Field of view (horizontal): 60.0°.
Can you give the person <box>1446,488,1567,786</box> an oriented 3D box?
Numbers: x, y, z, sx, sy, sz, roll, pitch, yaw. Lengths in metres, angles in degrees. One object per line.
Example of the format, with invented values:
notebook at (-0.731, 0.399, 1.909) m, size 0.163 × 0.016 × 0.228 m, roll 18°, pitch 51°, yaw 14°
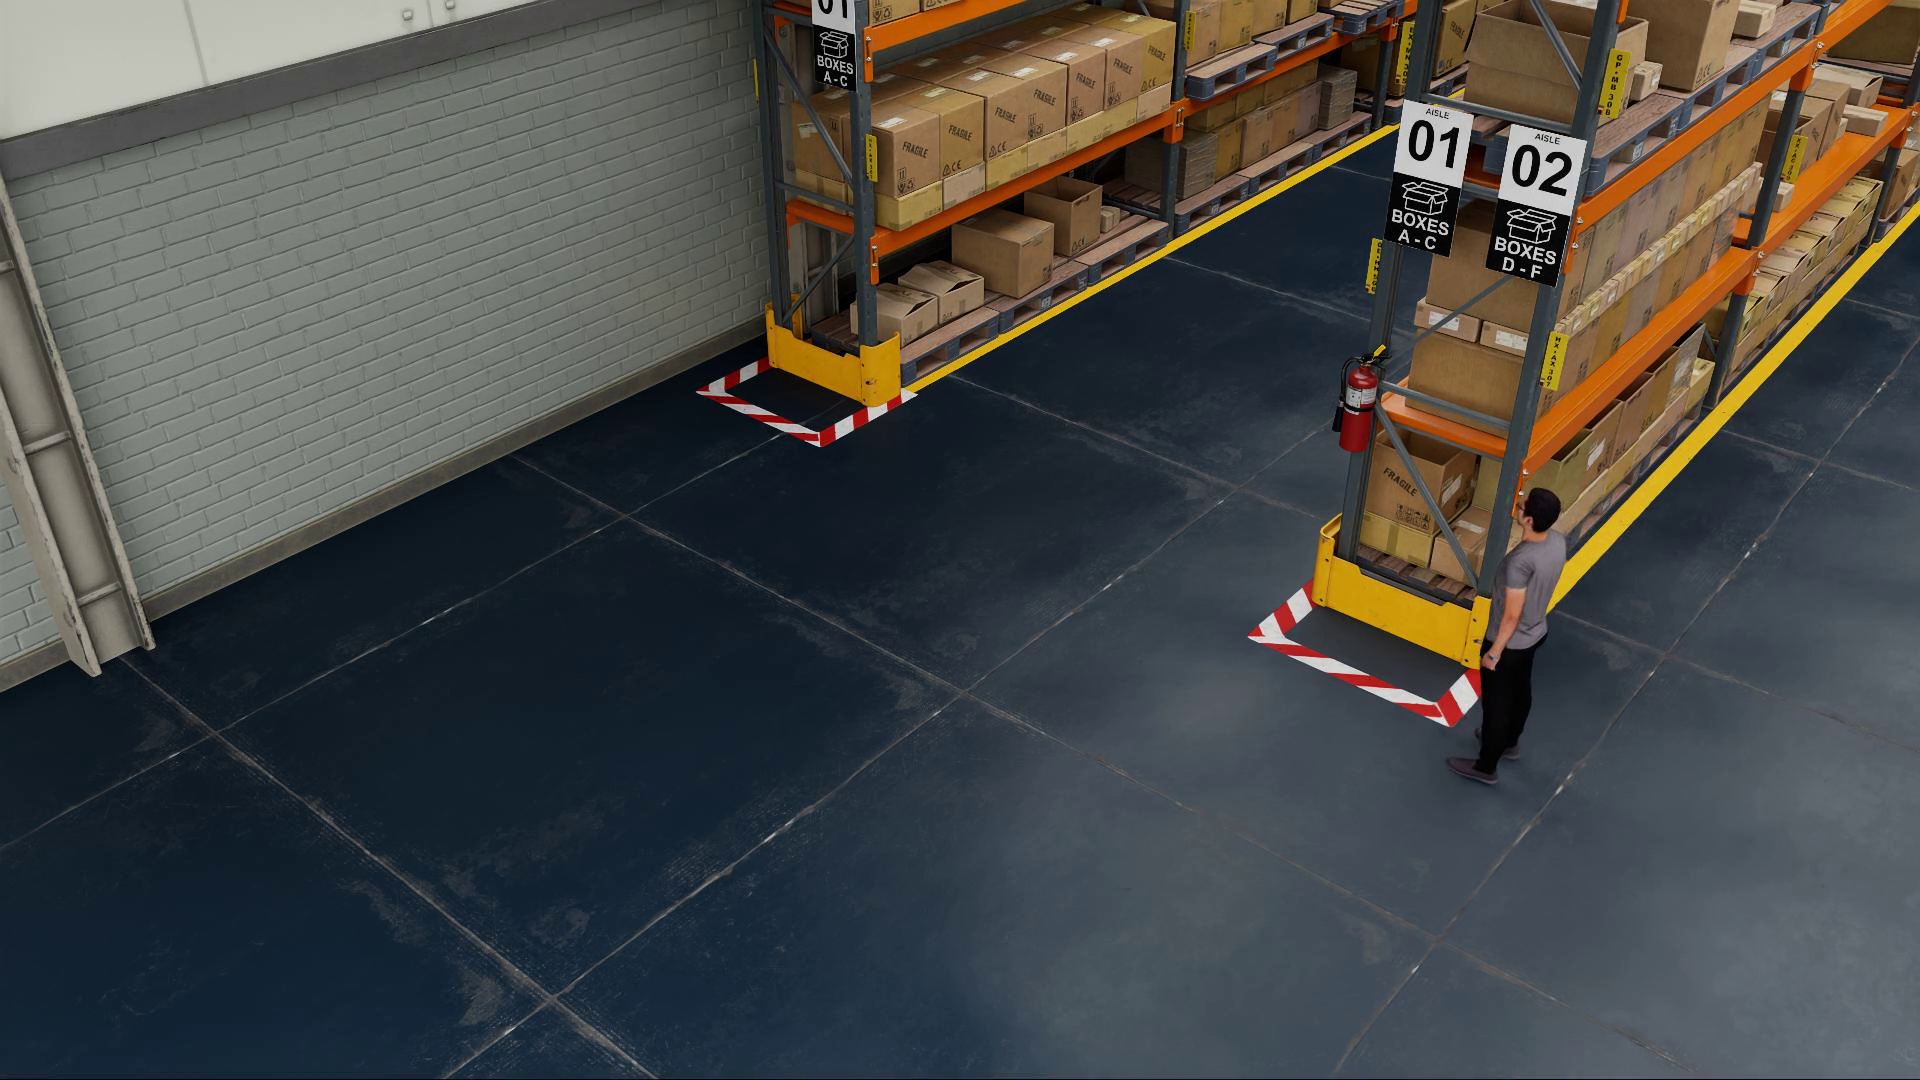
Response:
person at (2.897, 0.491, 8.680) m, size 0.677 × 1.754 × 0.464 m, roll 26°, pitch 41°, yaw 34°
